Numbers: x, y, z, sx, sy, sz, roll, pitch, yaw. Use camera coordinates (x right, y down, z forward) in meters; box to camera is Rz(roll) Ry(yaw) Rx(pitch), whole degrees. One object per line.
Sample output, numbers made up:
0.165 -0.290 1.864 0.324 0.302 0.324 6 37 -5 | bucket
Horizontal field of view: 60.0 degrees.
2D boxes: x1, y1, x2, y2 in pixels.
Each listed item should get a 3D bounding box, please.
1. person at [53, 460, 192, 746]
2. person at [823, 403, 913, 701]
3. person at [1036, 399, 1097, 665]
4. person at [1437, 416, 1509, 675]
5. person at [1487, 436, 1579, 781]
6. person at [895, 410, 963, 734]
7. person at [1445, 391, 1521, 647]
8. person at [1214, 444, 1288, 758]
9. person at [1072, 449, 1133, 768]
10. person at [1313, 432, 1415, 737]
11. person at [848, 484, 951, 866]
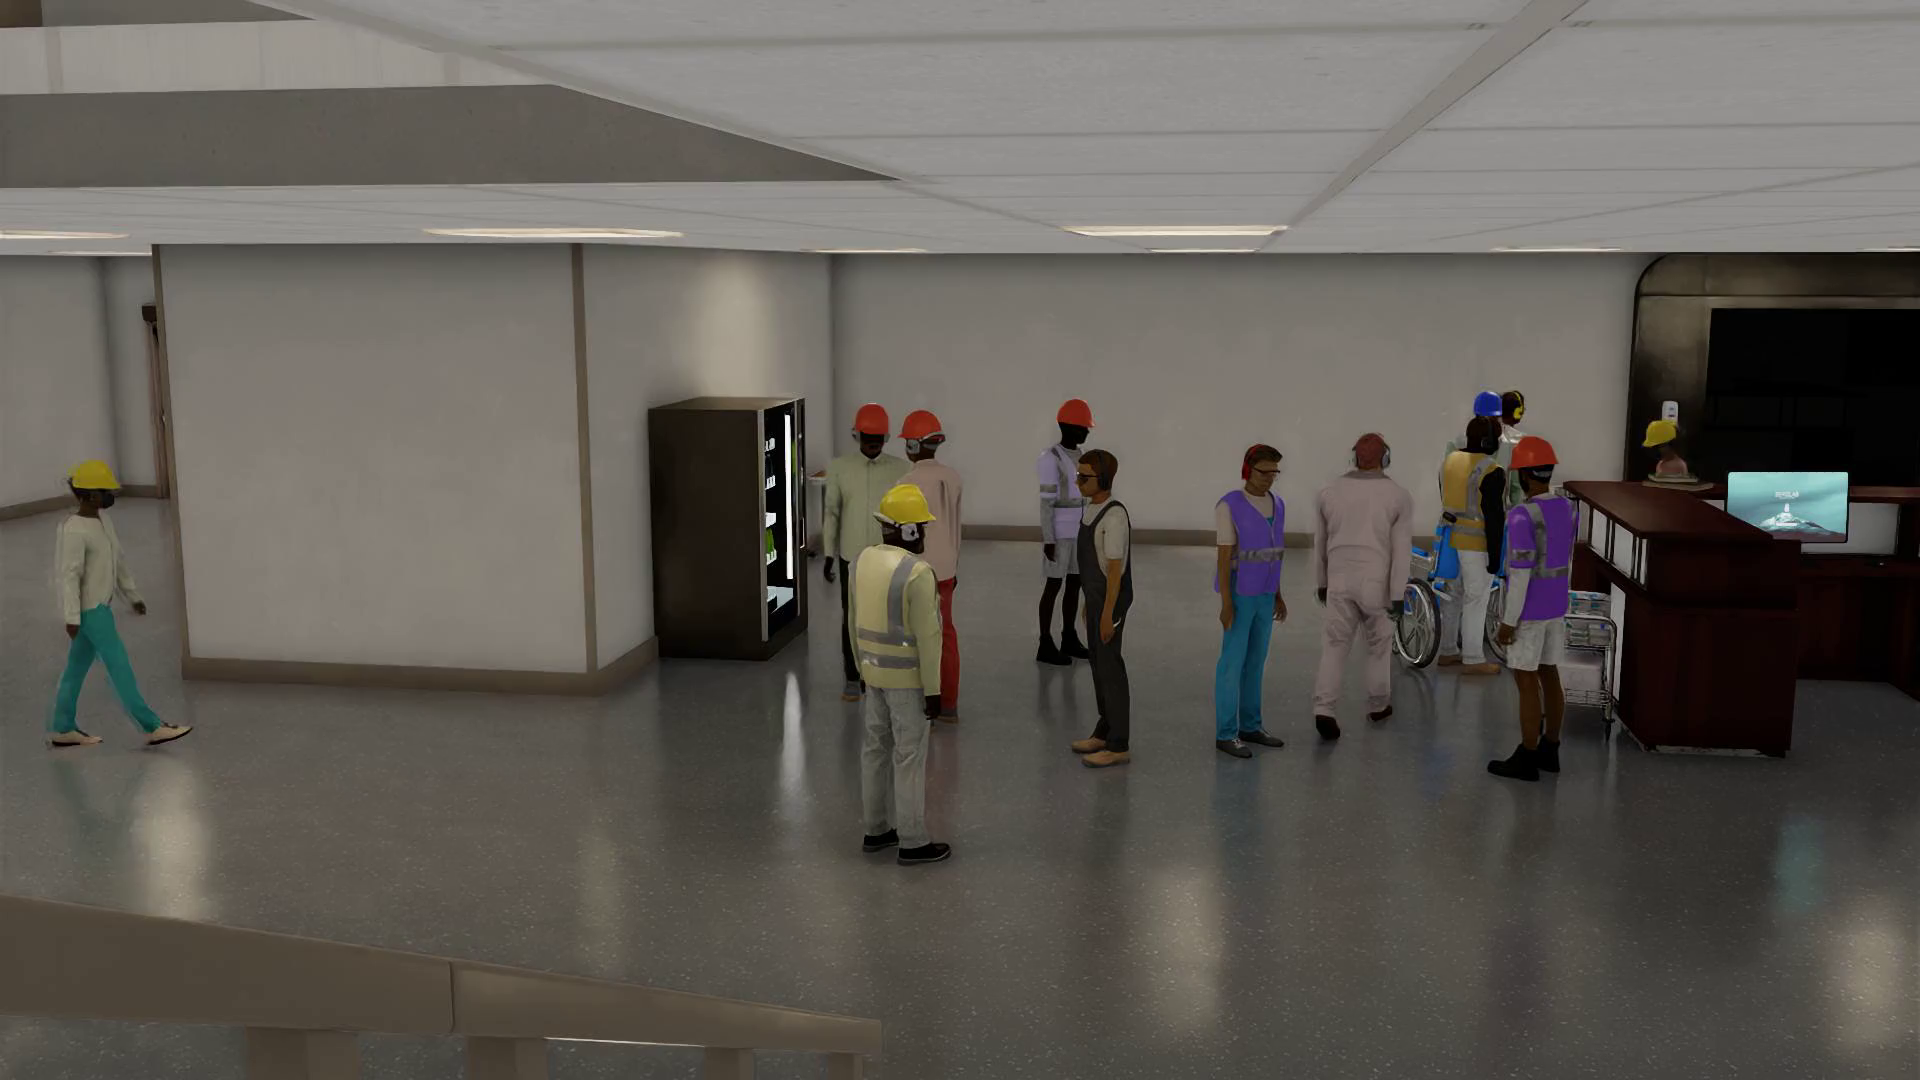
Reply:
-5.043 0.387 9.900 0.872 1.724 0.536 -2 9 -12 | person
-0.587 0.088 10.978 0.626 1.987 0.407 -1 9 -6 | person
0.797 -0.061 12.076 0.389 1.928 0.549 8 12 40 | person
3.632 0.039 11.756 0.429 1.835 0.631 -4 10 -21 | person
3.196 0.383 9.322 0.547 1.930 0.384 -7 12 -38 | person
-0.220 0.193 10.292 0.392 1.992 0.623 6 11 34 | person
3.941 -0.154 12.578 0.605 1.948 0.387 -1 9 -4 | person
1.710 0.345 9.846 0.564 1.837 0.388 -9 13 -43 | person
0.818 0.385 9.597 0.342 1.838 0.508 -2 9 -10 | person
2.449 0.271 10.251 0.654 1.863 0.977 6 11 31 | person
-0.283 0.642 8.025 0.403 1.830 0.601 -8 12 -40 | person
